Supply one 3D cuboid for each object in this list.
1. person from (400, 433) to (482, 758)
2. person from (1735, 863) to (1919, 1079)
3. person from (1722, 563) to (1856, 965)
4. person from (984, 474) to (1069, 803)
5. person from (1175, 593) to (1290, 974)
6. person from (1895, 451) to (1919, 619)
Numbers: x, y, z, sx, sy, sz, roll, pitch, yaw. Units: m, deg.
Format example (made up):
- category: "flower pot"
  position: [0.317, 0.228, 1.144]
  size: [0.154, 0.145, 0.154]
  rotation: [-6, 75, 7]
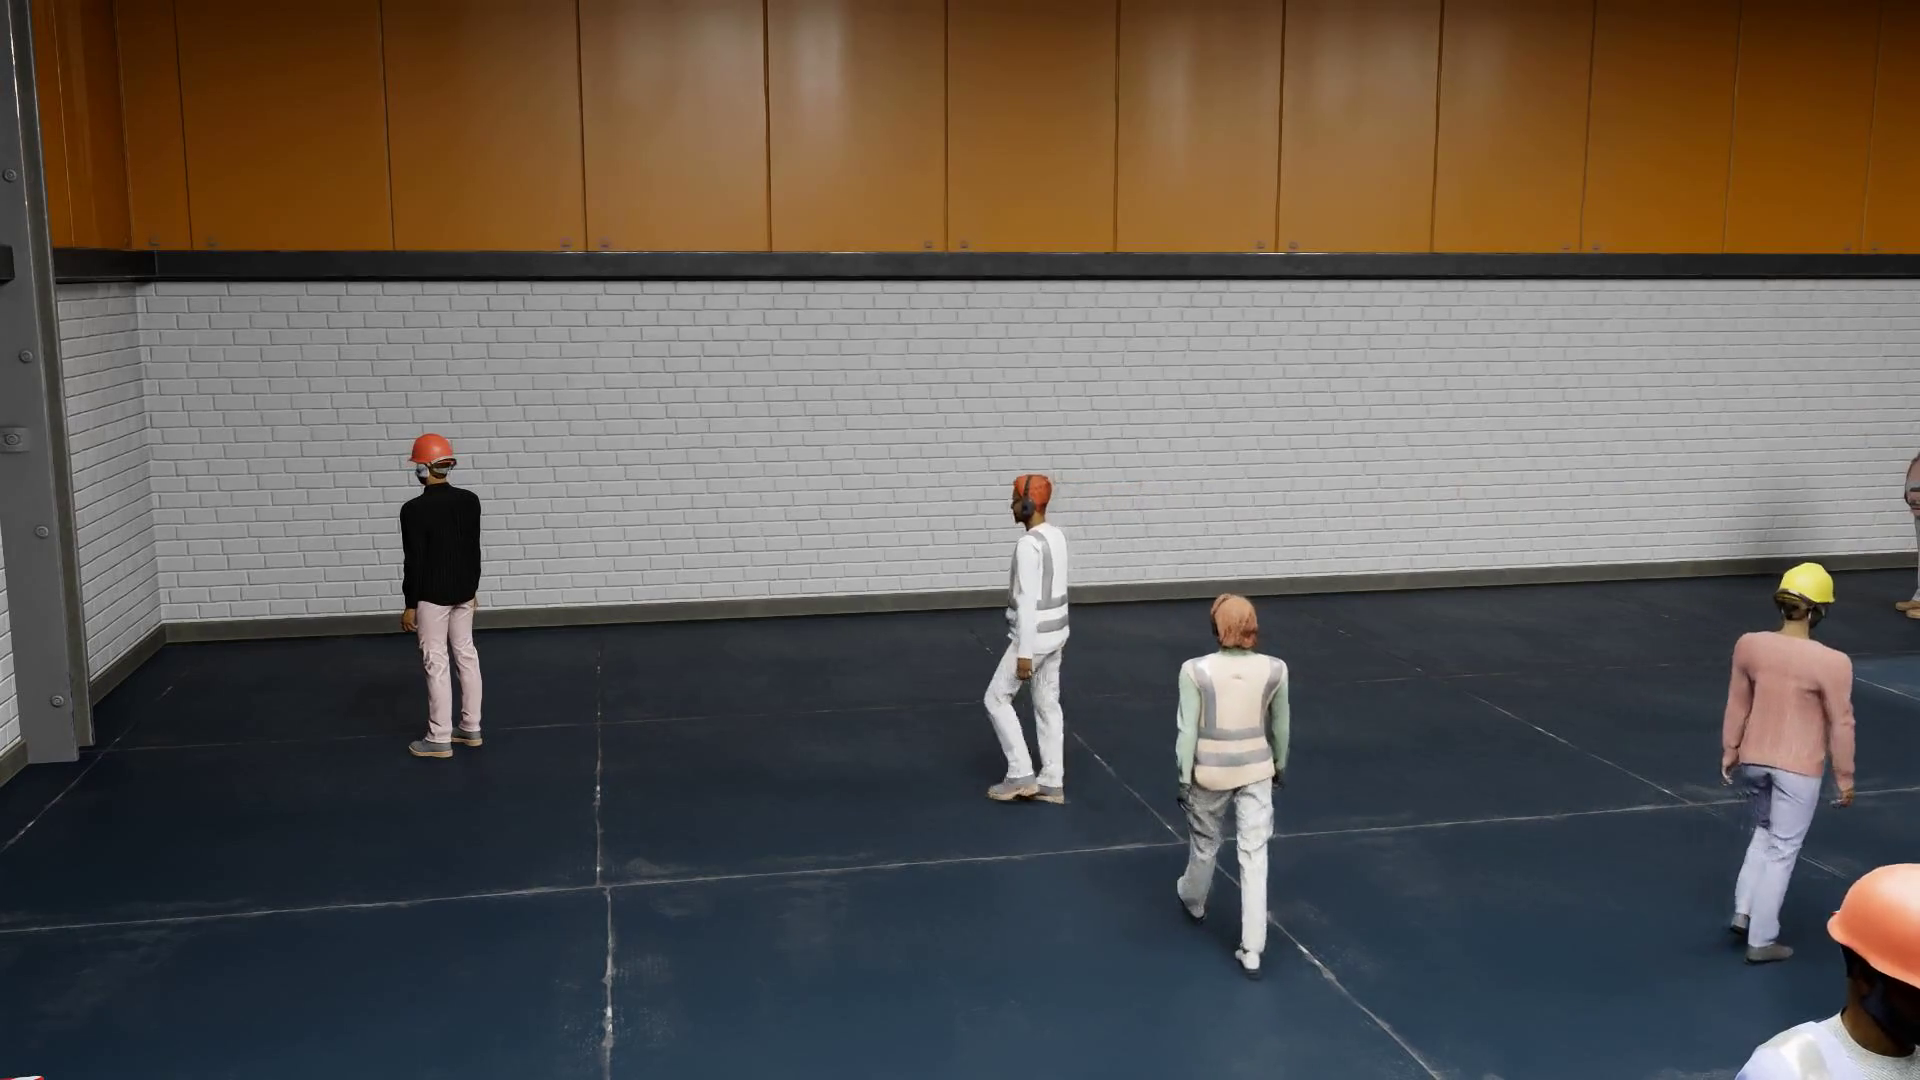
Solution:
- category: "person"
  position: [-3.200, 0.338, 10.255]
  size: [0.380, 1.995, 0.611]
  rotation: [5, 10, 27]
- category: "person"
  position: [1.706, 1.534, 3.156]
  size: [0.543, 1.932, 0.370]
  rotation: [-4, 10, -25]
- category: "person"
  position: [3.563, 0.967, 7.157]
  size: [0.434, 1.747, 0.540]
  rotation: [-5, 11, -28]
- category: "person"
  position: [0.357, 0.557, 9.309]
  size: [0.571, 1.864, 0.606]
  rotation: [4, 10, 23]
- category: "person"
  position: [1.187, 1.020, 7.309]
  size: [0.543, 1.585, 0.872]
  rotation: [-1, 9, -6]
- category: "person"
  position: [8.337, -0.241, 14.276]
  size: [0.429, 1.837, 0.621]
  rotation: [3, 10, 17]
